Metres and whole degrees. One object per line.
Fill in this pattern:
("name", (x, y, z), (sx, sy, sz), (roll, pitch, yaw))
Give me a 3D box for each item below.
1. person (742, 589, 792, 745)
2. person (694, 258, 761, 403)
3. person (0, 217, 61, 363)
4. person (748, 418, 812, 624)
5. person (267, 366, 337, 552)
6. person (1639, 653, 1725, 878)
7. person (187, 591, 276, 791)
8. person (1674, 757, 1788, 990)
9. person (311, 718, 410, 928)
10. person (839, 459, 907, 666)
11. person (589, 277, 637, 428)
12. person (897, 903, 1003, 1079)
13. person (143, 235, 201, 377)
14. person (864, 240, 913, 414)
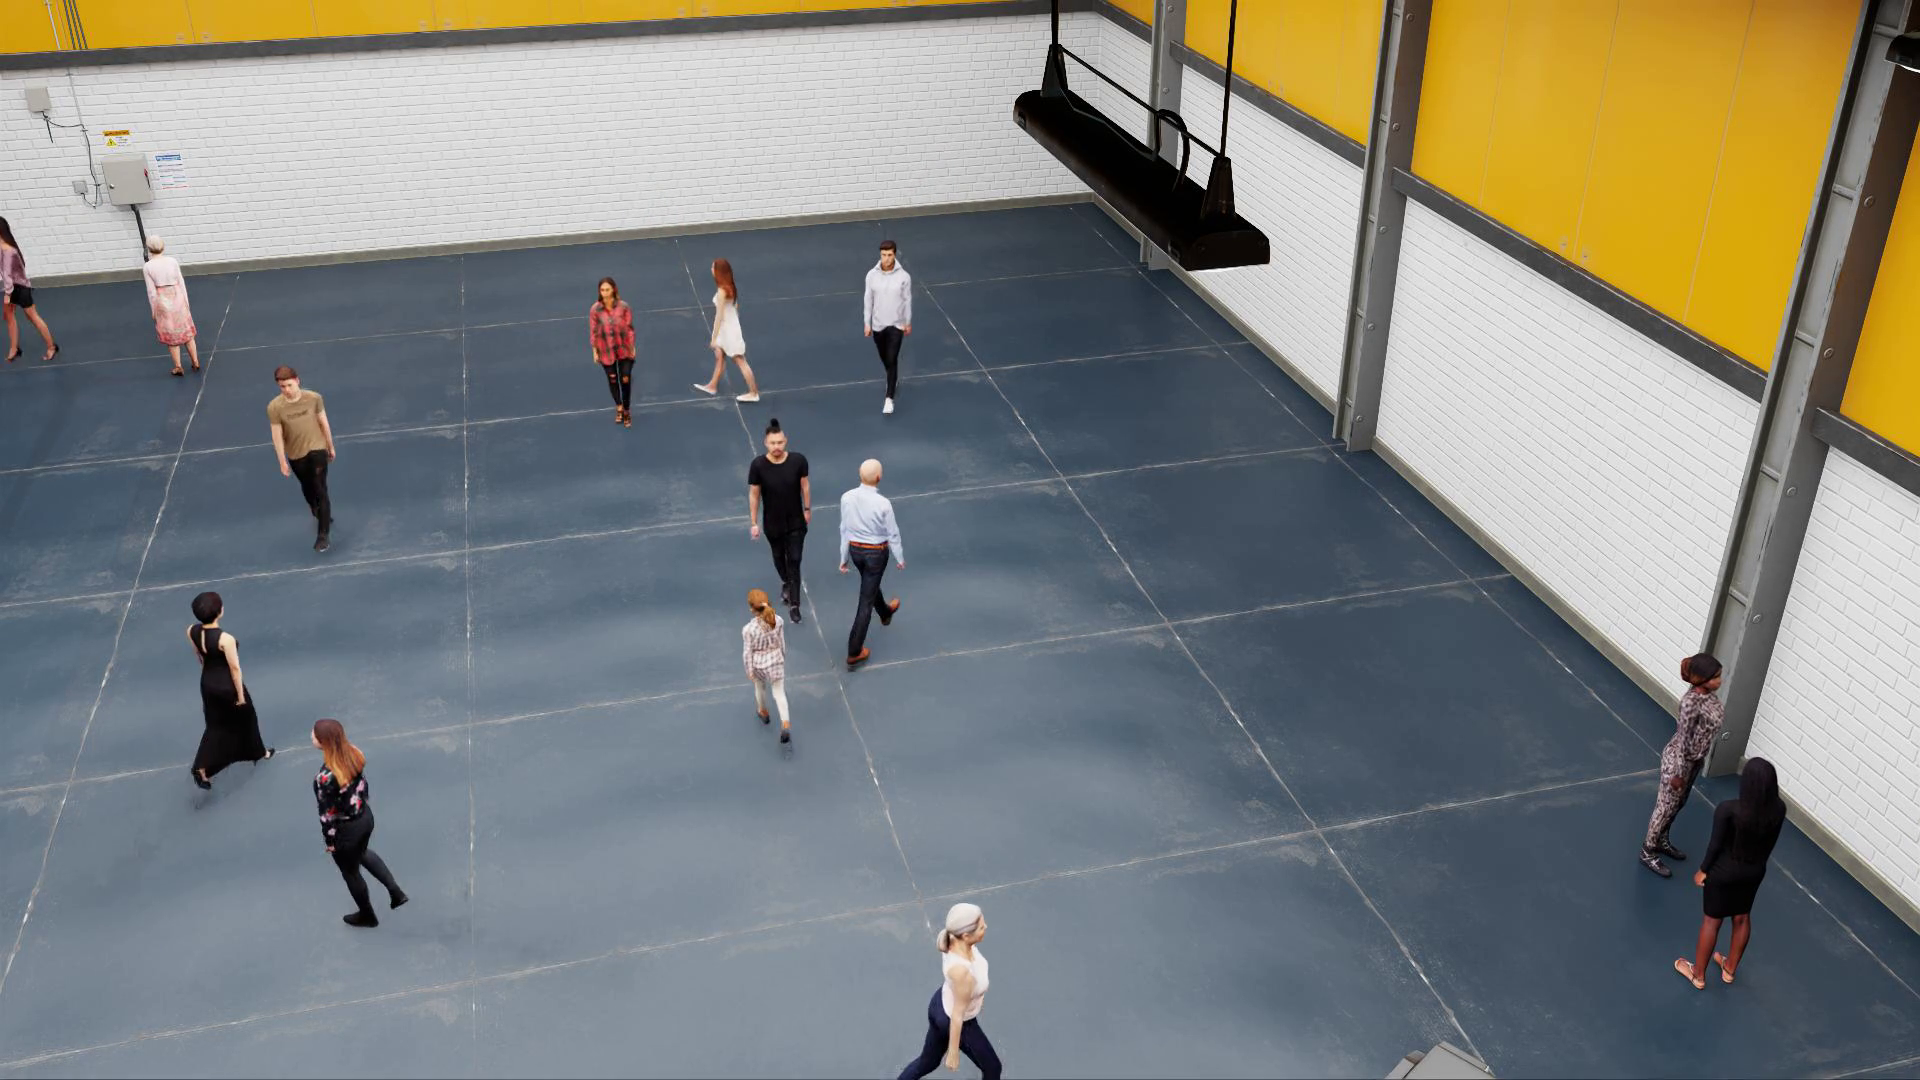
("person", (-1.479, 0.999, 12.935), (0.605, 1.280, 0.957), (-11, 30, -19))
("person", (-2.483, -2.315, 18.597), (0.884, 1.675, 1.034), (4, 29, 7))
("person", (-11.000, -2.948, 19.636), (0.862, 1.792, 0.880), (-20, 34, -32))
("person", (-1.572, -0.242, 14.639), (0.792, 1.826, 1.127), (-3, 29, -6))
("person", (-6.181, -0.848, 15.772), (0.775, 1.806, 1.220), (-15, 32, -25))
("person", (5.005, 1.531, 11.508), (0.711, 1.713, 0.676), (25, 37, 38))
("person", (-5.542, 1.144, 12.359), (0.881, 1.578, 1.048), (8, 30, 14))
("person", (4.879, 2.090, 10.474), (0.635, 1.721, 0.540), (-4, 29, -7))
("person", (-3.931, 1.875, 10.921), (0.808, 1.670, 0.758), (7, 29, 13))
("person", (-0.796, 0.217, 13.893), (1.188, 1.736, 1.312), (13, 31, 23))
("person", (-3.755, -2.086, 18.163), (0.691, 1.690, 0.712), (-1, 29, -3))
("person", (-0.121, 2.738, 9.356), (0.763, 1.653, 1.154), (-3, 29, -6))
("person", (-9.181, -2.730, 19.341), (0.677, 1.692, 0.697), (-23, 36, -36))
("person", (-0.795, -2.449, 18.617), (1.008, 1.891, 1.338), (3, 29, 6))
